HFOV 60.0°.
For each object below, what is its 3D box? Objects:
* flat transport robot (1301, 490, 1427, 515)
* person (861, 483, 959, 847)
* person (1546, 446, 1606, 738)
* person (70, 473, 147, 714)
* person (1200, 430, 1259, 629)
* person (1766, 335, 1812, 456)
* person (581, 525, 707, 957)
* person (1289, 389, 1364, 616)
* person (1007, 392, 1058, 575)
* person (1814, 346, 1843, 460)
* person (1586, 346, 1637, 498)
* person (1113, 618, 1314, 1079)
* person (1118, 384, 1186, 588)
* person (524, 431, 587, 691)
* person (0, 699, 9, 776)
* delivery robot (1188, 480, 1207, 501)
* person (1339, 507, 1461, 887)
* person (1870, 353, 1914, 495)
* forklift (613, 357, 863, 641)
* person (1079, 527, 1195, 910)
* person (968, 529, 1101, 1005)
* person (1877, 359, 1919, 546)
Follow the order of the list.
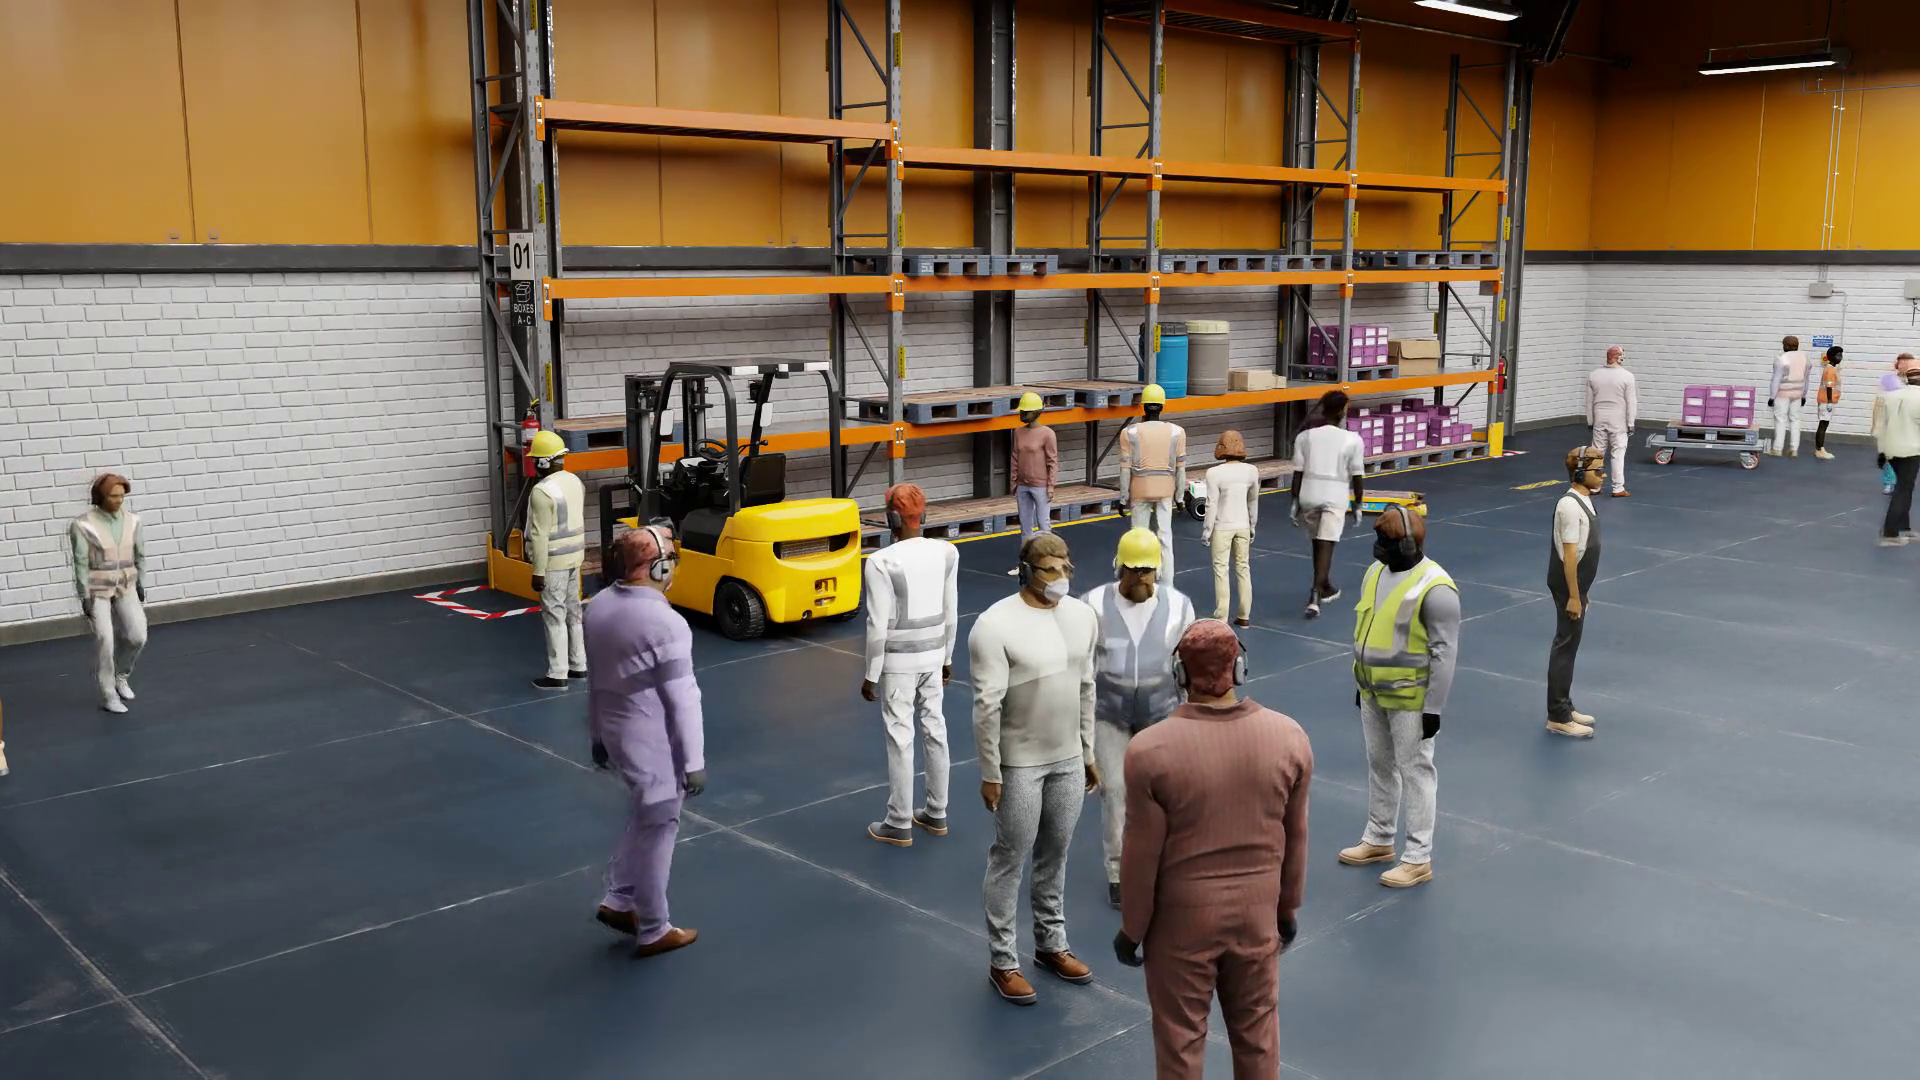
[{"bbox_3d":[4.788,-0.456,19.718,1.431,0.197,0.652,2,10,13],"label":"flat transport robot"},{"bbox_3d":[-0.261,0.639,8.596,0.575,1.884,0.355,-8,13,-40],"label":"person"},{"bbox_3d":[3.918,0.320,10.578,0.345,1.846,0.508,4,11,24],"label":"person"},{"bbox_3d":[-5.633,0.355,11.045,0.382,1.622,0.520,6,12,33],"label":"person"},{"bbox_3d":[2.187,-0.074,13.501,0.509,1.632,0.265,-4,11,-25],"label":"person"},{"bbox_3d":[12.582,-2.190,25.291,0.633,1.840,0.429,-2,10,-9],"label":"person"},{"bbox_3d":[-1.325,0.873,7.188,0.428,1.892,0.677,-9,13,-44],"label":"person"},{"bbox_3d":[3.125,-0.332,14.238,0.606,1.915,1.056,6,11,30],"label":"person"},{"bbox_3d":[0.676,-0.507,15.658,0.533,1.765,0.322,9,13,43],"label":"person"},{"bbox_3d":[13.031,-2.063,24.953,0.322,1.699,0.535,5,11,27],"label":"person"},{"bbox_3d":[8.236,-1.489,21.010,0.406,1.902,0.637,-9,13,-42],"label":"person"},{"bbox_3d":[0.794,1.187,5.340,0.636,1.903,0.405,-2,10,-14],"label":"person"},{"bbox_3d":[1.669,-0.397,14.531,0.594,1.925,0.369,-1,10,-6],"label":"person"},{"bbox_3d":[-2.845,0.143,11.693,0.404,1.824,0.586,2,10,13],"label":"person"},{"bbox_3d":[-5.754,0.410,9.470,0.379,2.041,0.616,0,10,-1],"label":"person"},{"bbox_3d":[3.006,-0.562,19.239,0.707,0.478,0.477,0,10,1],"label":"delivery robot"},{"bbox_3d":[2.118,0.751,8.071,0.428,1.840,0.631,-4,10,-21],"label":"person"},{"bbox_3d":[11.800,-1.437,20.933,0.580,1.821,0.760,6,12,33],"label":"person"},{"bbox_3d":[-1.847,-0.414,13.852,1.214,2.155,2.313,-9,13,-42],"label":"forklift"},{"bbox_3d":[0.831,0.788,8.039,0.597,1.793,0.887,0,10,-1],"label":"person"},{"bbox_3d":[0.325,0.911,6.845,0.632,1.940,0.372,-7,12,-37],"label":"person"},{"bbox_3d":[10.008,-0.905,17.423,0.765,1.949,0.652,-3,10,-16],"label":"person"}]
